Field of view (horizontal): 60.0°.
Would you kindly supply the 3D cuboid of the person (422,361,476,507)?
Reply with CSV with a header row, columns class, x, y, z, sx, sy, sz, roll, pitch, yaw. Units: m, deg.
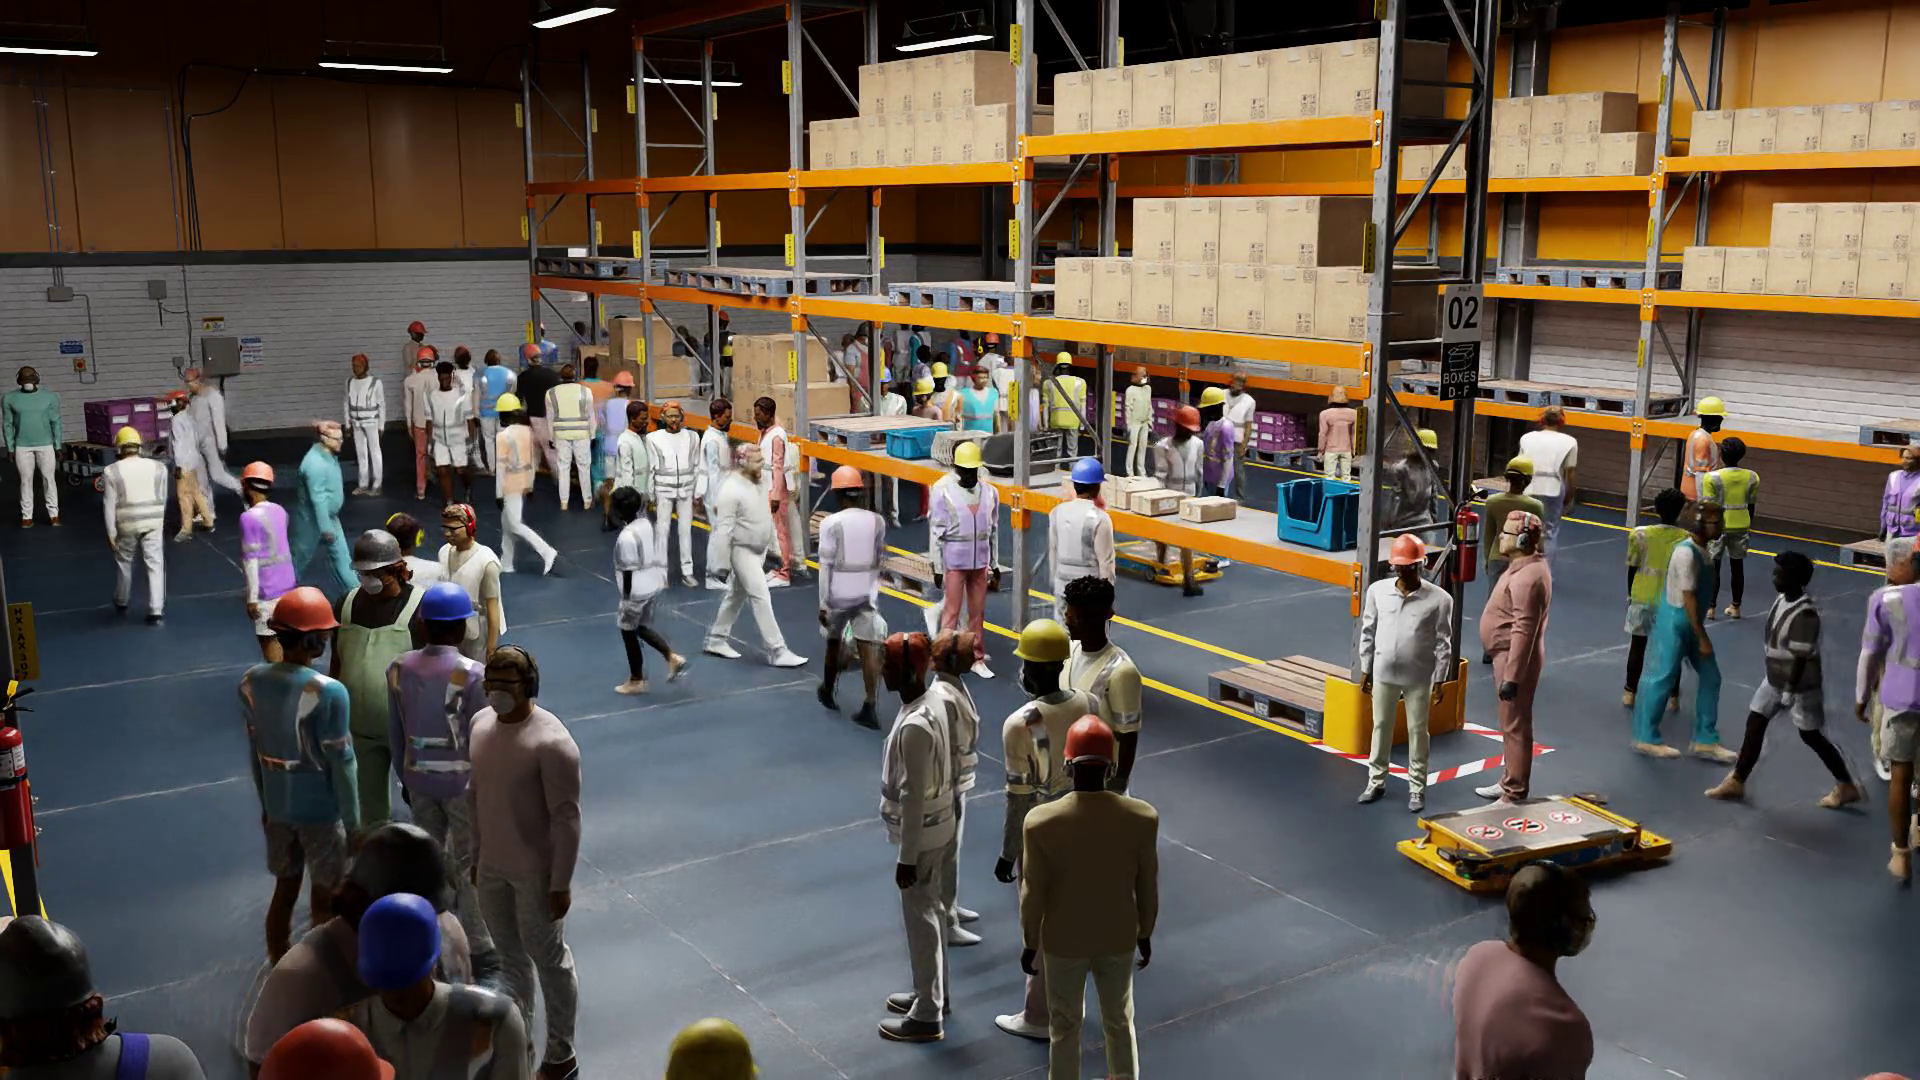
class,x,y,z,sx,sy,sz,roll,pitch,yaw
person,-6.295,-1.264,20.590,0.597,1.942,0.611,0,11,-2

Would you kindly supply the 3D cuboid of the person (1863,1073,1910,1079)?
class,x,y,z,sx,sy,sz,roll,pitch,yaw
person,2.249,2.093,4.010,0.603,1.709,0.341,1,11,4

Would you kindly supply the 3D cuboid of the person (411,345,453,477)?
class,x,y,z,sx,sy,sz,roll,pitch,yaw
person,-7.452,-1.815,23.546,0.578,1.883,0.353,-6,13,-30

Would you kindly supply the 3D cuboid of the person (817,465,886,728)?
class,x,y,z,sx,sy,sz,roll,pitch,yaw
person,-0.804,0.400,12.255,0.563,1.880,0.944,-6,12,-27

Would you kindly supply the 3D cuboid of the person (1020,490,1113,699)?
class,x,y,z,sx,sy,sz,roll,pitch,yaw
person,0.871,0.426,12.522,0.843,1.712,0.544,8,14,36

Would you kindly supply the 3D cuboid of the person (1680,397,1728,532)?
class,x,y,z,sx,sy,sz,roll,pitch,yaw
person,7.352,-0.462,16.503,0.372,1.928,0.584,4,12,18

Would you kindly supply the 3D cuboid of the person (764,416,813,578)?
class,x,y,z,sx,sy,sz,roll,pitch,yaw
person,-1.866,-0.434,16.989,0.576,1.713,0.587,-9,14,-40

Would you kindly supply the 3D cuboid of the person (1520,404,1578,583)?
class,x,y,z,sx,sy,sz,roll,pitch,yaw
person,5.868,-0.443,16.653,0.577,1.832,0.441,8,14,36

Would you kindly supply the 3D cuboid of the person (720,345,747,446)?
class,x,y,z,sx,sy,sz,roll,pitch,yaw
person,-3.518,-2.113,25.458,0.489,1.735,0.330,2,11,11

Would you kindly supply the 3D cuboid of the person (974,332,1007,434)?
class,x,y,z,sx,sy,sz,roll,pitch,yaw
person,0.478,-2.214,25.479,0.543,1.929,0.386,4,12,18

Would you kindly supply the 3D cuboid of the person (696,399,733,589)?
class,x,y,z,sx,sy,sz,roll,pitch,yaw
person,-2.428,-0.456,16.538,0.386,1.905,0.603,-1,11,-4

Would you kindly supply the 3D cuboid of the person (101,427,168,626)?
class,x,y,z,sx,sy,sz,roll,pitch,yaw
person,-7.549,-0.139,15.228,0.591,1.783,0.935,-9,14,-40

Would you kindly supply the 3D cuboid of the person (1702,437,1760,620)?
class,x,y,z,sx,sy,sz,roll,pitch,yaw
person,7.029,-0.103,15.259,0.535,1.700,0.318,-1,11,-5

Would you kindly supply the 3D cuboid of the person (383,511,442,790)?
class,x,y,z,sx,sy,sz,roll,pitch,yaw
person,-3.490,0.745,10.529,0.457,1.847,0.532,9,14,39

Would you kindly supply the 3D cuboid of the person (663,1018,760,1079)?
class,x,y,z,sx,sy,sz,roll,pitch,yaw
person,-0.632,2.038,4.222,0.488,1.730,0.324,7,13,33

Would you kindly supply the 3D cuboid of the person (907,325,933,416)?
class,x,y,z,sx,sy,sz,roll,pitch,yaw
person,-0.755,-3.159,30.530,0.429,1.842,0.635,6,12,27

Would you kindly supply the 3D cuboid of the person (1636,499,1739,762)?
class,x,y,z,sx,sy,sz,roll,pitch,yaw
person,4.987,0.630,11.194,0.773,1.813,0.507,10,15,43

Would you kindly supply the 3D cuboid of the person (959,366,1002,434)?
class,x,y,z,sx,sy,sz,roll,pitch,yaw
person,0.262,-1.294,21.061,0.558,1.816,0.557,-6,12,-26

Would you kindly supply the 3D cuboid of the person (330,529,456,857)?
class,x,y,z,sx,sy,sz,roll,pitch,yaw
person,-3.111,0.943,9.028,0.688,2.000,0.539,1,11,6

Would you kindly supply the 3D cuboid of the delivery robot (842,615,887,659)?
class,x,y,z,sx,sy,sz,roll,pitch,yaw
delivery robot,-0.844,0.706,13.814,0.477,0.478,0.707,-3,12,-17

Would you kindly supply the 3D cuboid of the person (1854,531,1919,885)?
class,x,y,z,sx,sy,sz,roll,pitch,yaw
person,5.417,0.880,9.415,0.630,2.013,0.856,5,12,22

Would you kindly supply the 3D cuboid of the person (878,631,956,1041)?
class,x,y,z,sx,sy,sz,roll,pitch,yaw
person,-0.196,1.325,7.508,0.351,1.878,0.568,0,11,1

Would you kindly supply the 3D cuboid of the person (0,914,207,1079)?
class,x,y,z,sx,sy,sz,roll,pitch,yaw
person,-2.235,1.896,4.151,0.538,2.000,0.683,7,13,31

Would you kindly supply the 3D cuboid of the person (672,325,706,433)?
class,x,y,z,sx,sy,sz,roll,pitch,yaw
person,-4.553,-2.650,27.782,0.655,1.909,0.723,0,11,0

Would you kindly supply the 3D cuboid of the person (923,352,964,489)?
class,x,y,z,sx,sy,sz,roll,pitch,yaw
person,-0.170,-1.562,22.263,0.818,1.879,0.632,9,14,40

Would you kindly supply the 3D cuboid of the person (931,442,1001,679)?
class,x,y,z,sx,sy,sz,roll,pitch,yaw
person,0.060,0.174,13.249,0.594,1.926,0.367,-6,12,-27

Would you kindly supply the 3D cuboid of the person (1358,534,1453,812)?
class,x,y,z,sx,sy,sz,roll,pitch,yaw
person,2.764,0.820,10.391,0.568,1.751,0.329,6,13,29

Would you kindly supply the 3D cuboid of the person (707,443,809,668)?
class,x,y,z,sx,sy,sz,roll,pitch,yaw
person,-1.719,0.119,13.722,0.991,1.853,0.666,4,12,18

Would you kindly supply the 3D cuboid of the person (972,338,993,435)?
class,x,y,z,sx,sy,sz,roll,pitch,yaw
person,0.335,-2.133,25.247,0.333,1.860,0.509,4,12,18

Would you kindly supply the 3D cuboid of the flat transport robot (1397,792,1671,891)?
class,x,y,z,sx,sy,sz,roll,pitch,yaw
flat transport robot,3.311,1.721,9.588,1.431,0.197,0.652,-5,12,-22

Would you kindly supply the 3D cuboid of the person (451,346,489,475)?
class,x,y,z,sx,sy,sz,roll,pitch,yaw
person,-7.105,-1.860,23.843,0.739,1.857,0.607,7,13,32

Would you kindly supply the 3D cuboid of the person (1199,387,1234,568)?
class,x,y,z,sx,sy,sz,roll,pitch,yaw
person,2.687,-0.655,17.523,0.385,1.917,0.584,-1,11,-7

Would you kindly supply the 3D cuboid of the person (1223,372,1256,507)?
class,x,y,z,sx,sy,sz,roll,pitch,yaw
person,3.354,-1.210,20.719,0.648,1.775,0.950,8,13,34

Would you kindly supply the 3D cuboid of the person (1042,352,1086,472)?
class,x,y,z,sx,sy,sz,roll,pitch,yaw
person,1.376,-1.532,22.047,0.584,1.909,0.423,1,11,5

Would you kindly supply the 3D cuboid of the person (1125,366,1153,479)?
class,x,y,z,sx,sy,sz,roll,pitch,yaw
person,2.487,-1.605,23.142,0.504,1.622,0.293,-10,15,-41

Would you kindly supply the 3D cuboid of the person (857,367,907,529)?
class,x,y,z,sx,sy,sz,roll,pitch,yaw
person,-0.915,-1.087,19.652,0.614,1.947,0.388,-2,11,-12

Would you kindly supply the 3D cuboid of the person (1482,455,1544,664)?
class,x,y,z,sx,sy,sz,roll,pitch,yaw
person,4.541,0.179,13.659,0.340,1.761,0.524,-10,15,-40

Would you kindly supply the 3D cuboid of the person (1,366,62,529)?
class,x,y,z,sx,sy,sz,roll,pitch,yaw
person,-10.997,-1.101,19.757,0.630,1.938,0.373,-5,12,-26

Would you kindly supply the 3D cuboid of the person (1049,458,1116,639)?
class,x,y,z,sx,sy,sz,roll,pitch,yaw
person,0.911,0.363,12.230,0.389,1.948,0.607,-10,15,-41

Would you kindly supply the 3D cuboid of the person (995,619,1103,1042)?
class,x,y,z,sx,sy,sz,roll,pitch,yaw
person,0.383,1.300,7.492,0.367,1.928,0.584,10,15,42

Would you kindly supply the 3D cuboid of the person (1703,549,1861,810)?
class,x,y,z,sx,sy,sz,roll,pitch,yaw
person,5.239,0.879,10.400,0.886,1.660,0.533,1,11,4

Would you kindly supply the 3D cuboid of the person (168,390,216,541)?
class,x,y,z,sx,sy,sz,roll,pitch,yaw
person,-8.908,-0.869,19.175,0.377,1.701,0.670,-2,11,-11

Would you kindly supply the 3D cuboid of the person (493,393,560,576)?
class,x,y,z,sx,sy,sz,roll,pitch,yaw
person,-4.526,-0.562,17.095,0.828,1.898,0.594,3,11,13

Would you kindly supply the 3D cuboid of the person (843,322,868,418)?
class,x,y,z,sx,sy,sz,roll,pitch,yaw
person,-1.490,-2.448,26.381,0.536,2.000,0.676,8,14,36

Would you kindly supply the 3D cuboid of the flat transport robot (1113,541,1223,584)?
class,x,y,z,sx,sy,sz,roll,pitch,yaw
flat transport robot,2.011,0.214,17.300,0.652,0.197,1.431,-7,13,-33

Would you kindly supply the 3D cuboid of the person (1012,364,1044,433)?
class,x,y,z,sx,sy,sz,roll,pitch,yaw
person,0.948,-1.326,21.275,0.812,1.809,0.523,7,13,32
